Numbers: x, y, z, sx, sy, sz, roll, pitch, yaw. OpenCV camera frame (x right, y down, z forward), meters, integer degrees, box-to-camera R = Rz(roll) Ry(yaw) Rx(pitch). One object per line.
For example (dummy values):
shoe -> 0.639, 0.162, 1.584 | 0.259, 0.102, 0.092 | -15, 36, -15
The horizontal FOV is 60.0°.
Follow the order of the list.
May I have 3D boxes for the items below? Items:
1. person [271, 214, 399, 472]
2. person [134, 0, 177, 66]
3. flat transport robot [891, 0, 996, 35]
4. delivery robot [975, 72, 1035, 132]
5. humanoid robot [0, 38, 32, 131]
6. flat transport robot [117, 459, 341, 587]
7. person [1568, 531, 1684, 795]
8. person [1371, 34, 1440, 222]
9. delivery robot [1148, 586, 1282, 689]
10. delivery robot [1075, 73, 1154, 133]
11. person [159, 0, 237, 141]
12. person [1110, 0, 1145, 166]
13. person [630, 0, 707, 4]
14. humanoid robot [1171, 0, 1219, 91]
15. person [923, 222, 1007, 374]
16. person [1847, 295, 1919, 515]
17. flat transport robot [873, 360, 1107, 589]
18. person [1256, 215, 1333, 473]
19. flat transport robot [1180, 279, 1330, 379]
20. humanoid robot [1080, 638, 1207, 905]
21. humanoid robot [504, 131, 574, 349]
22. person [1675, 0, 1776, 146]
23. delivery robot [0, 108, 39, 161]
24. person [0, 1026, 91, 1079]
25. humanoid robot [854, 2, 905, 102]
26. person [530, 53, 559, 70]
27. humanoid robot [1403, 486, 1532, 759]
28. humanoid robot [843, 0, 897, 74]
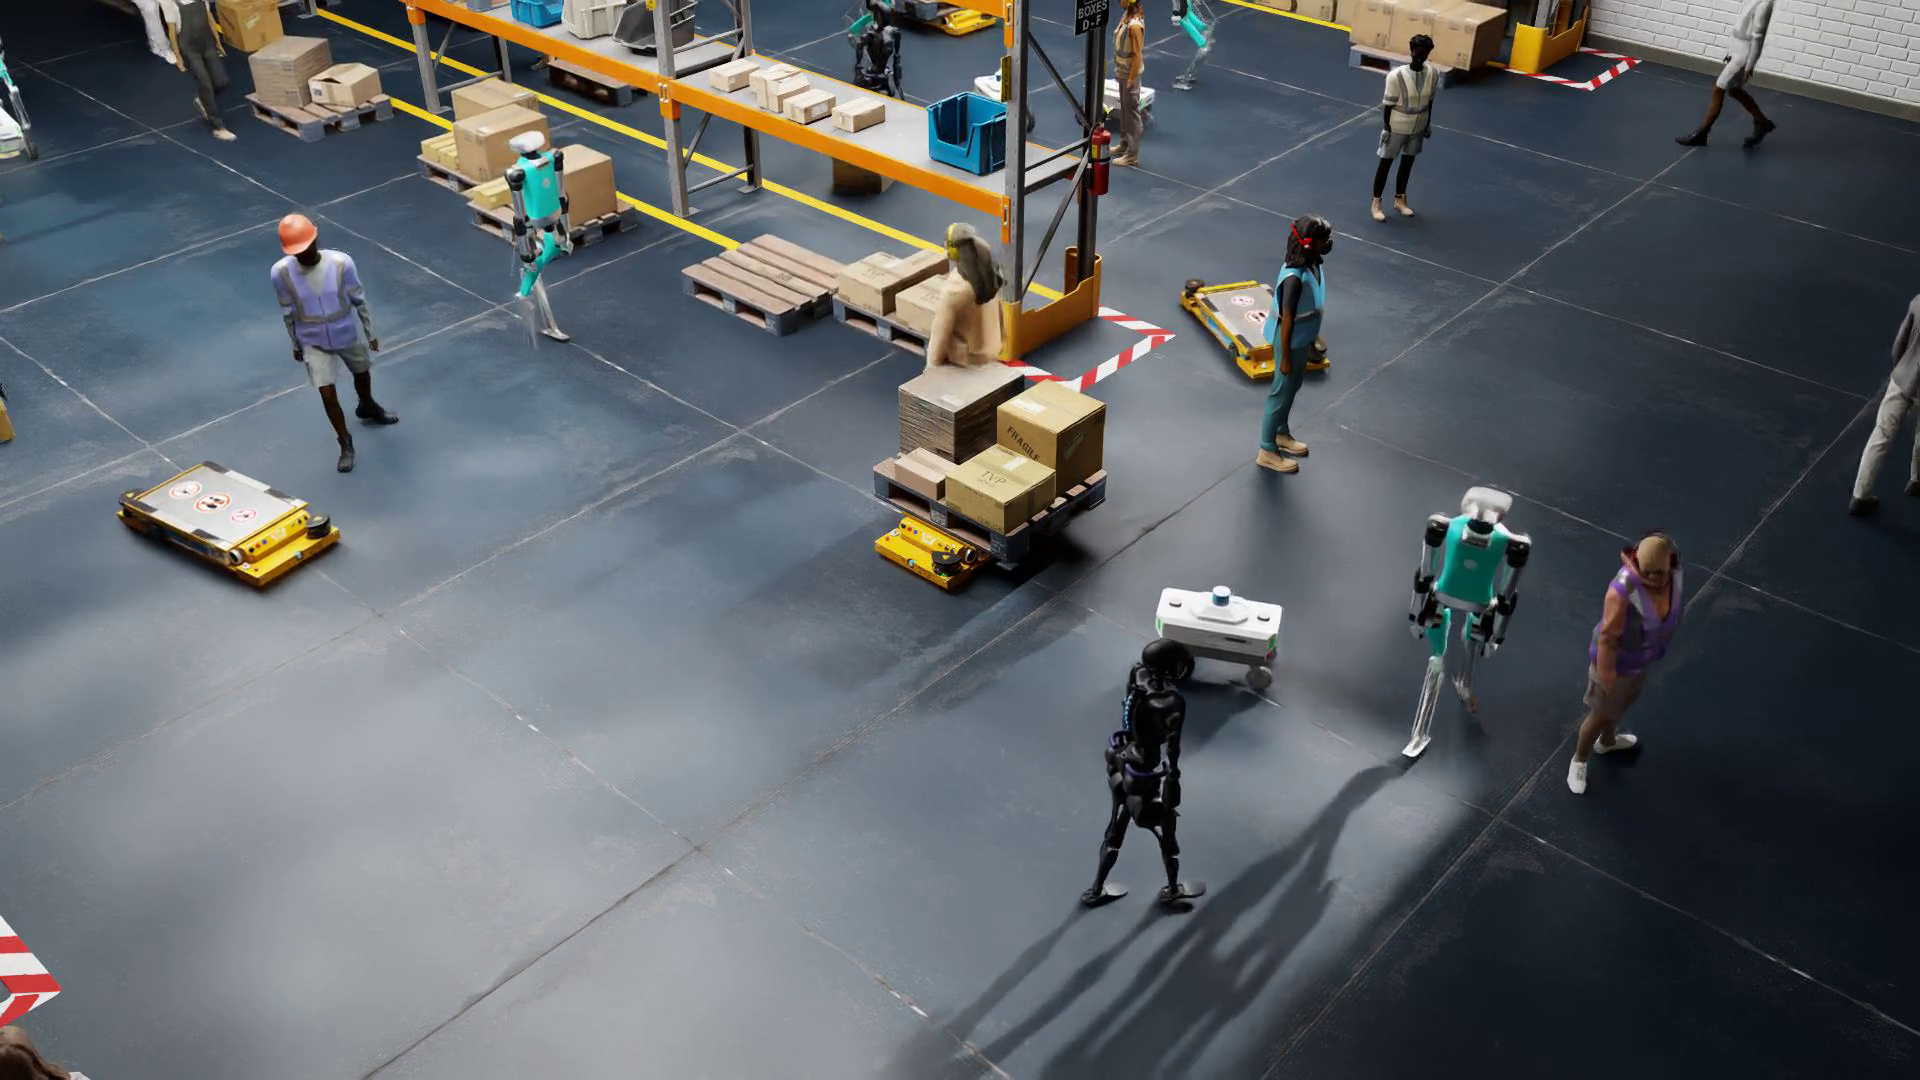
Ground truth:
person -> -4.351, -1.450, 11.492 | 0.590, 1.894, 0.741 | -15, 37, -20
person -> -8.981, -6.223, 18.408 | 0.873, 1.872, 0.646 | 18, 38, 24
flat transport robot -> -0.305, -6.402, 20.085 | 1.431, 0.231, 0.659 | 29, 44, 35
delivery robot -> 0.420, -4.495, 17.073 | 0.499, 0.597, 0.801 | -12, 36, -17
humanoid robot -> -9.709, -4.835, 16.551 | 0.733, 1.809, 0.532 | 25, 42, 32
flat transport robot -> -4.856, -0.135, 11.007 | 1.431, 0.231, 0.659 | 20, 39, 26
person -> 3.546, 0.602, 8.713 | 0.669, 1.656, 0.373 | -18, 38, -24
person -> 3.998, -3.701, 14.911 | 0.534, 1.698, 0.322 | -11, 36, -15
delivery robot -> 1.494, 0.542, 9.787 | 0.814, 0.611, 0.499 | 9, 36, 13
delivery robot -> 1.620, -4.495, 17.064 | 0.777, 0.587, 0.499 | 20, 39, 26
person -> -7.611, -4.897, 16.536 | 0.526, 1.825, 0.549 | 20, 39, 26
person -> 1.601, -4.488, 15.982 | 0.324, 1.777, 0.469 | -3, 35, -5
person -> -3.642, -7.331, 20.158 | 0.937, 1.717, 0.502 | 2, 35, 3
humanoid robot -> 2.517, -5.699, 17.745 | 0.728, 1.757, 0.532 | 9, 36, 13
person -> 0.033, -1.275, 11.259 | 0.568, 1.854, 0.592 | 19, 39, 25
person -> 6.395, -1.061, 10.948 | 0.897, 1.861, 0.555 | -25, 42, -31
flat transport robot -> 0.158, -0.172, 11.059 | 0.659, 0.231, 1.431 | 27, 43, 33
person -> 2.274, -1.343, 11.363 | 0.390, 1.860, 0.509 | 19, 39, 25
flat transport robot -> 2.345, -1.724, 13.308 | 0.659, 0.231, 1.431 | -10, 36, -14
humanoid robot -> 0.912, 1.114, 7.970 | 0.617, 1.640, 0.596 | -12, 36, -16
humanoid robot -> -3.335, -2.293, 12.902 | 0.666, 1.877, 0.542 | 21, 40, 27
person -> 7.716, -4.763, 16.275 | 0.874, 1.907, 0.553 | 6, 35, 9
delivery robot -> -9.463, -3.993, 16.339 | 0.499, 0.590, 0.789 | -26, 42, -32
person -> -3.272, 2.371, 6.148 | 0.483, 1.661, 0.337 | -16, 38, -22
humanoid robot -> -0.788, -4.308, 15.826 | 0.608, 1.636, 0.534 | -28, 44, -34
person -> -4.676, -6.091, 18.326 | 0.321, 1.753, 0.561 | 0, 35, 0
humanoid robot -> 2.771, 0.314, 9.074 | 0.549, 1.755, 0.973 | 15, 37, 20
humanoid robot -> -0.965, -5.889, 17.996 | 0.690, 1.731, 0.542 | 16, 38, 21
